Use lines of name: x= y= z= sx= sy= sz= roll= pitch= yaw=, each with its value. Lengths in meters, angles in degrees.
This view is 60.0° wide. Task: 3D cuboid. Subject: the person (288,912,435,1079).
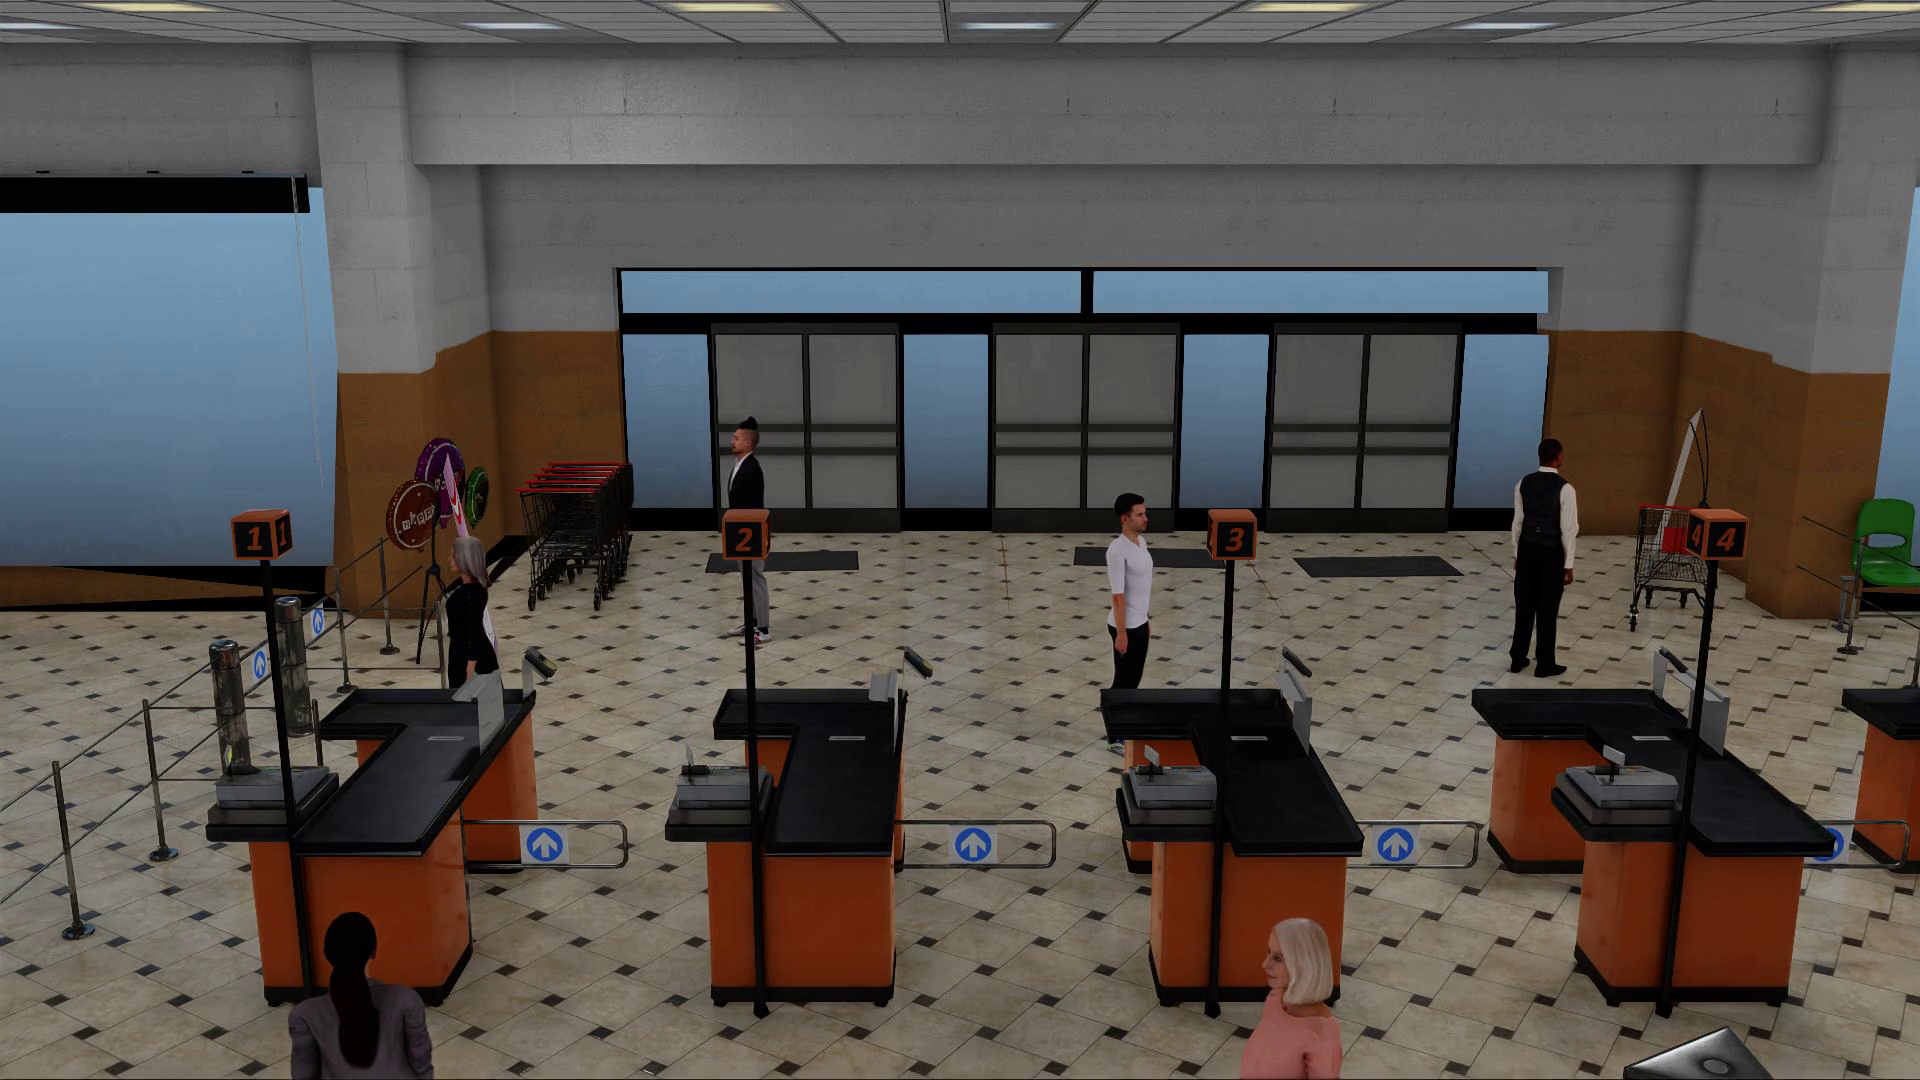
person: x=-2.056 y=2.084 z=5.792 sx=0.677 sy=1.678 sz=0.667 roll=-4 pitch=14 yaw=-16

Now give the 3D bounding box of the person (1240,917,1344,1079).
person: x=1.128 y=2.084 z=5.690 sx=0.725 sy=1.725 sz=0.575 roll=-5 pitch=14 yaw=-18

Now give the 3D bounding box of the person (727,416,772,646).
person: x=-1.781 y=-0.087 z=14.169 sx=0.838 sy=1.948 sz=0.676 roll=-5 pitch=15 yaw=-21

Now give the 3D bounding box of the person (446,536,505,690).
person: x=-3.181 y=0.820 z=10.857 sx=0.739 sy=1.747 sz=0.627 roll=-6 pitch=15 yaw=-22

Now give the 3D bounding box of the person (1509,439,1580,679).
person: x=4.656 y=0.134 z=13.317 sx=0.828 sy=1.919 sz=0.764 roll=-13 pitch=19 yaw=-42

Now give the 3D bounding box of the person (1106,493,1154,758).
person: x=1.183 y=0.575 z=11.641 sx=0.815 sy=1.852 sz=0.670 roll=7 pitch=15 yaw=26
